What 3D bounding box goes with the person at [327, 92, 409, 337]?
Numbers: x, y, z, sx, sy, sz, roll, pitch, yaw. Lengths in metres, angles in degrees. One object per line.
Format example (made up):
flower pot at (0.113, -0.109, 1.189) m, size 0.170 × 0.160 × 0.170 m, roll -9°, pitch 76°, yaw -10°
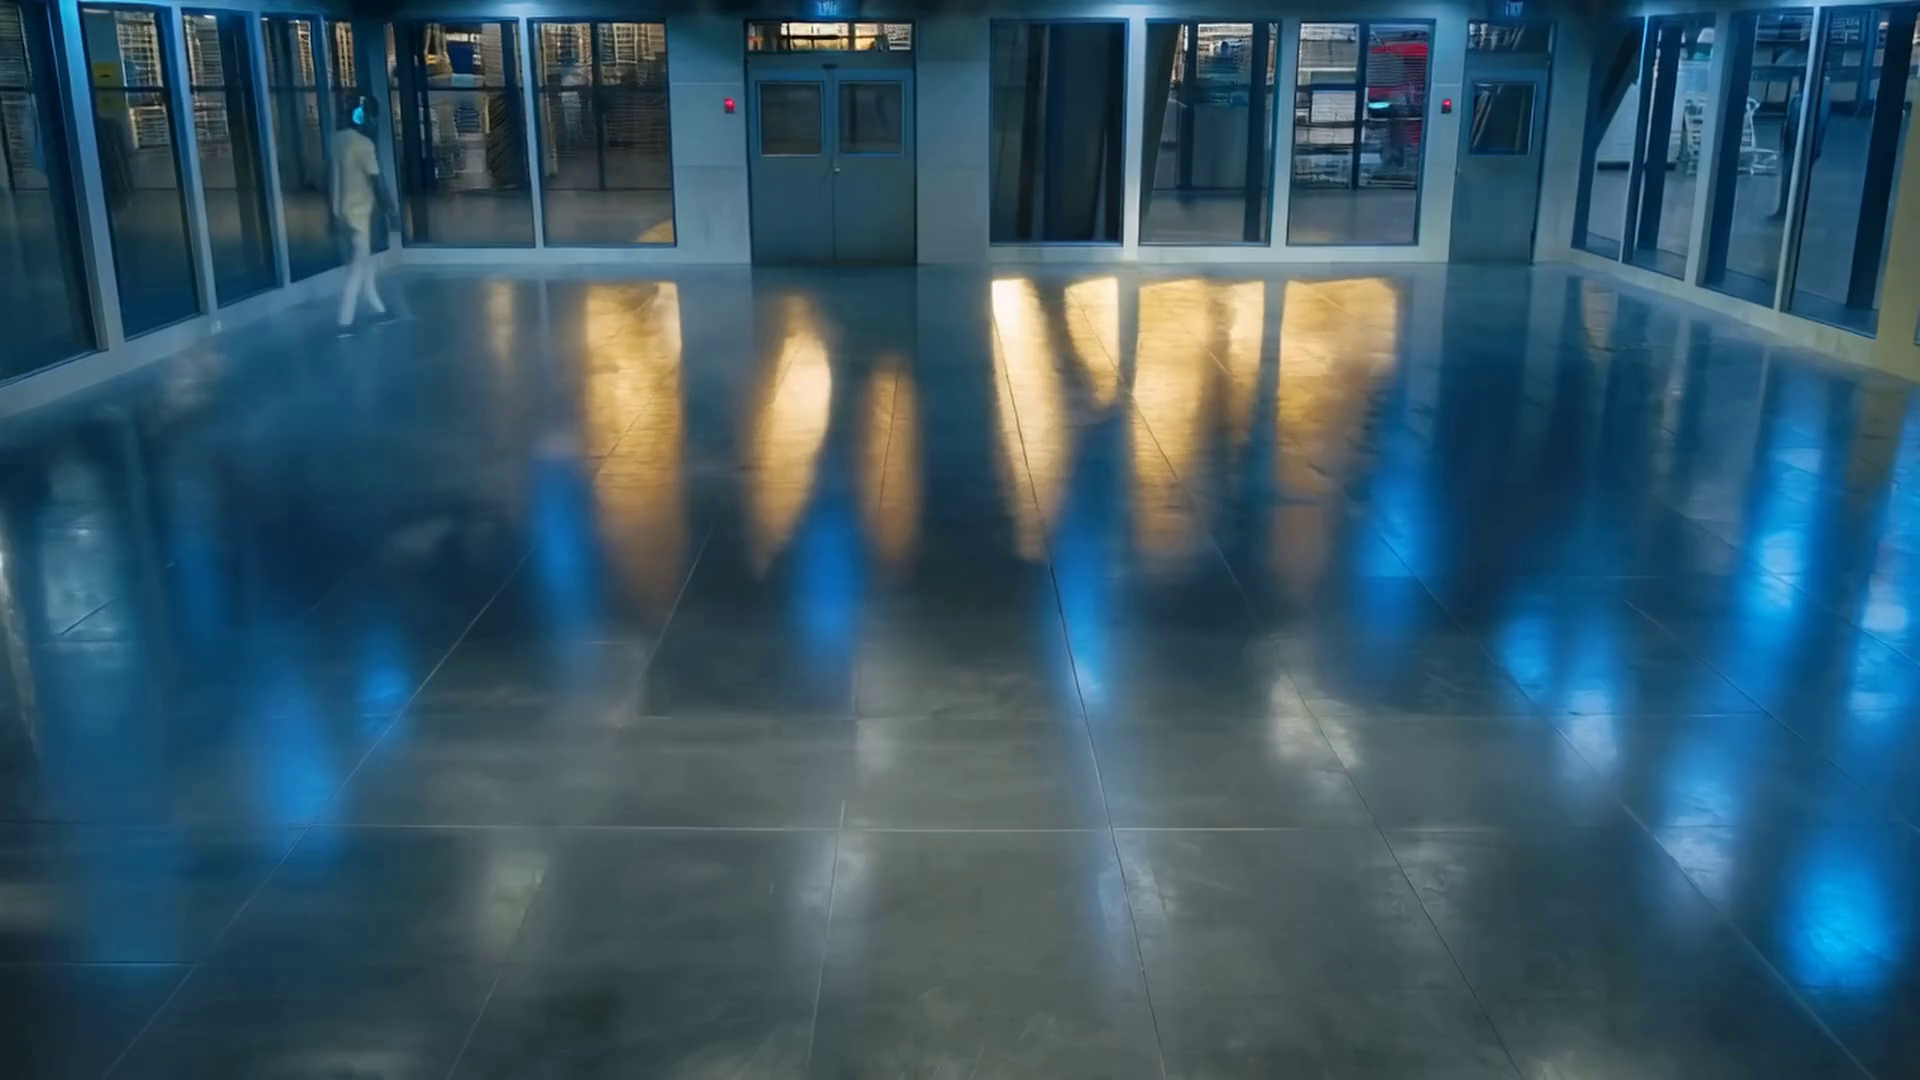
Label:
person at (-4.540, -2.474, 12.678) m, size 0.578 × 1.821 × 0.709 m, roll 14°, pitch 21°, yaw 39°
